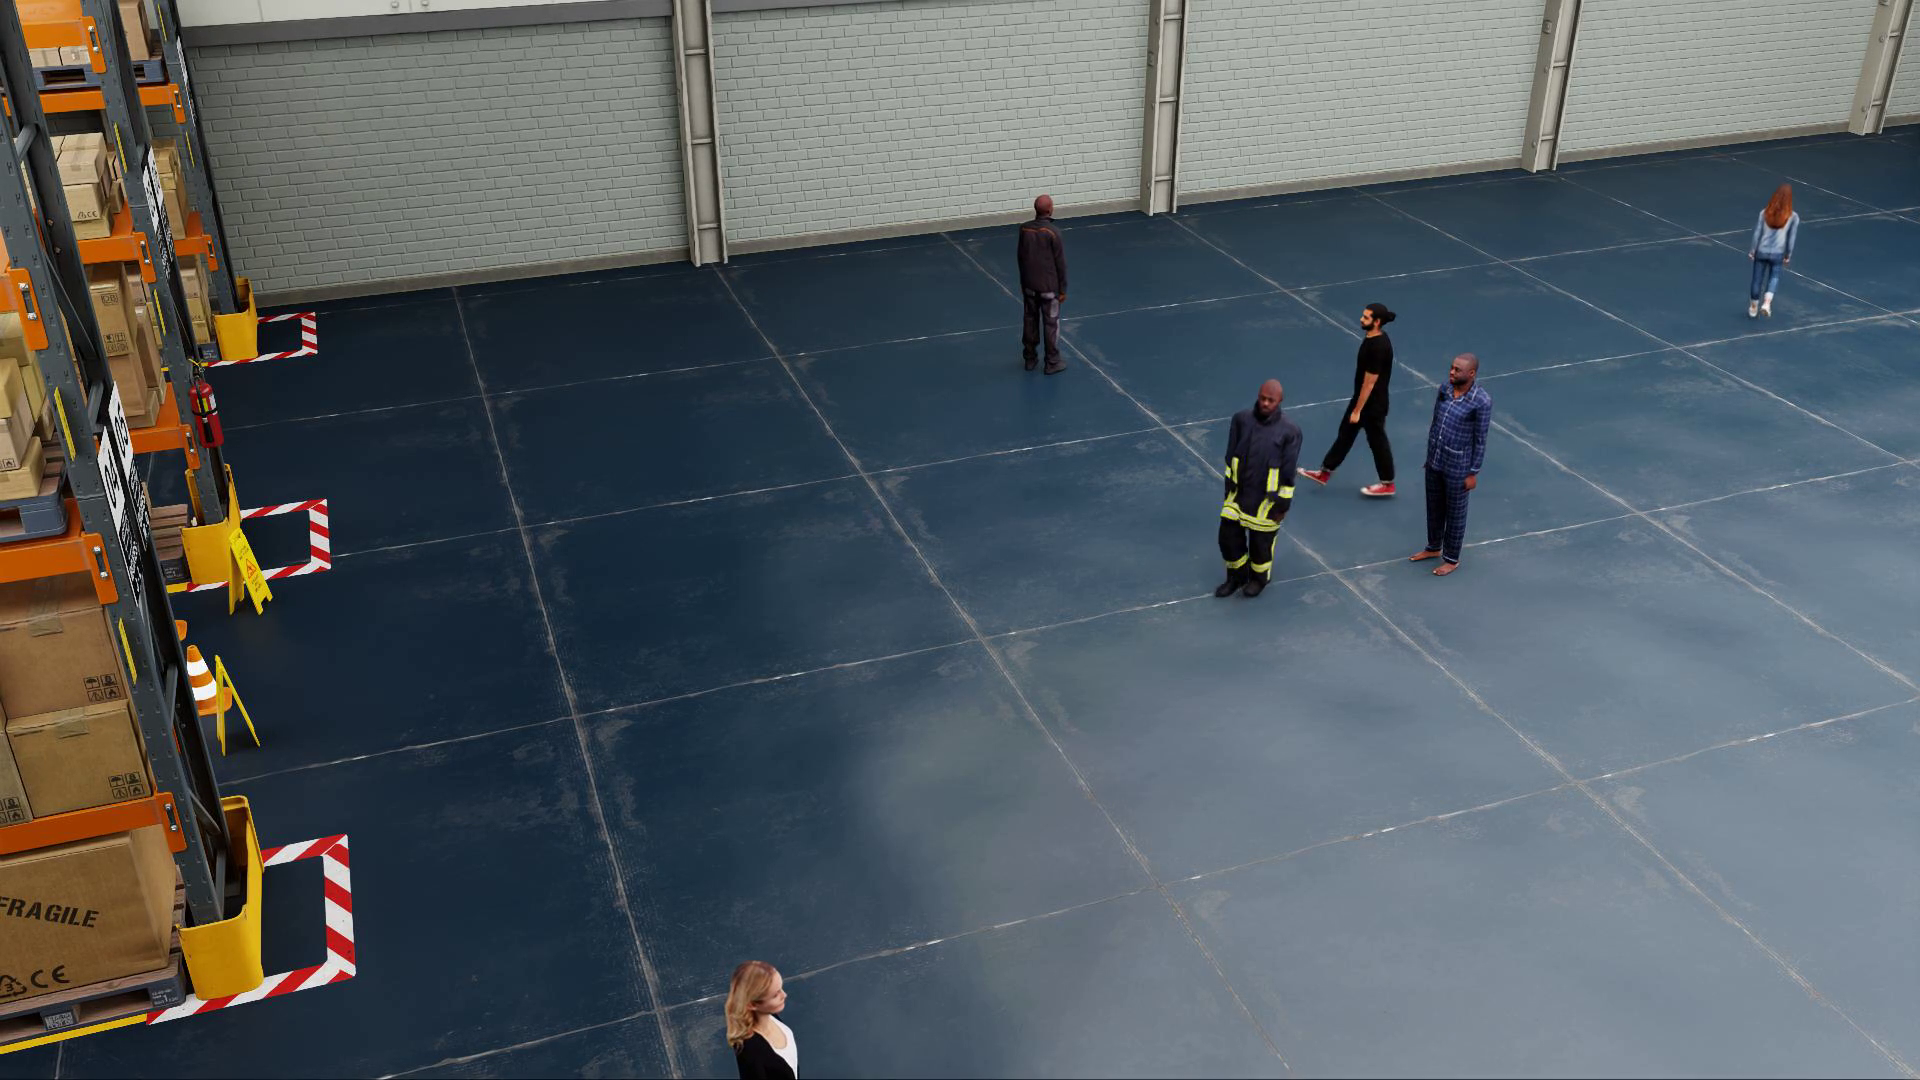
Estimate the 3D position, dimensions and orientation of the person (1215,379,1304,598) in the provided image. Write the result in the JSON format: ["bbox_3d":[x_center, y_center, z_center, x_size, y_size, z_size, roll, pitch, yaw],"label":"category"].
[{"bbox_3d":[2.304,-0.420,12.625,0.918,1.807,0.965,18,33,30],"label":"person"}]

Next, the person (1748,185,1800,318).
[{"bbox_3d":[8.764,-3.094,18.007,0.734,1.469,0.794,12,30,21],"label":"person"}]

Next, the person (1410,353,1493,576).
[{"bbox_3d":[3.841,-0.607,12.960,0.652,1.823,0.716,-15,32,-26],"label":"person"}]

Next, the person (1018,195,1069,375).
[{"bbox_3d":[0.820,-2.566,16.637,0.792,1.825,0.830,15,32,27],"label":"person"}]

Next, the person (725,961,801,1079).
[{"bbox_3d":[-0.828,2.513,7.123,0.622,1.802,0.663,-1,28,-3],"label":"person"}]

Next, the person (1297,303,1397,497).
[{"bbox_3d":[3.566,-1.154,14.097,1.156,1.720,0.893,1,28,1],"label":"person"}]
